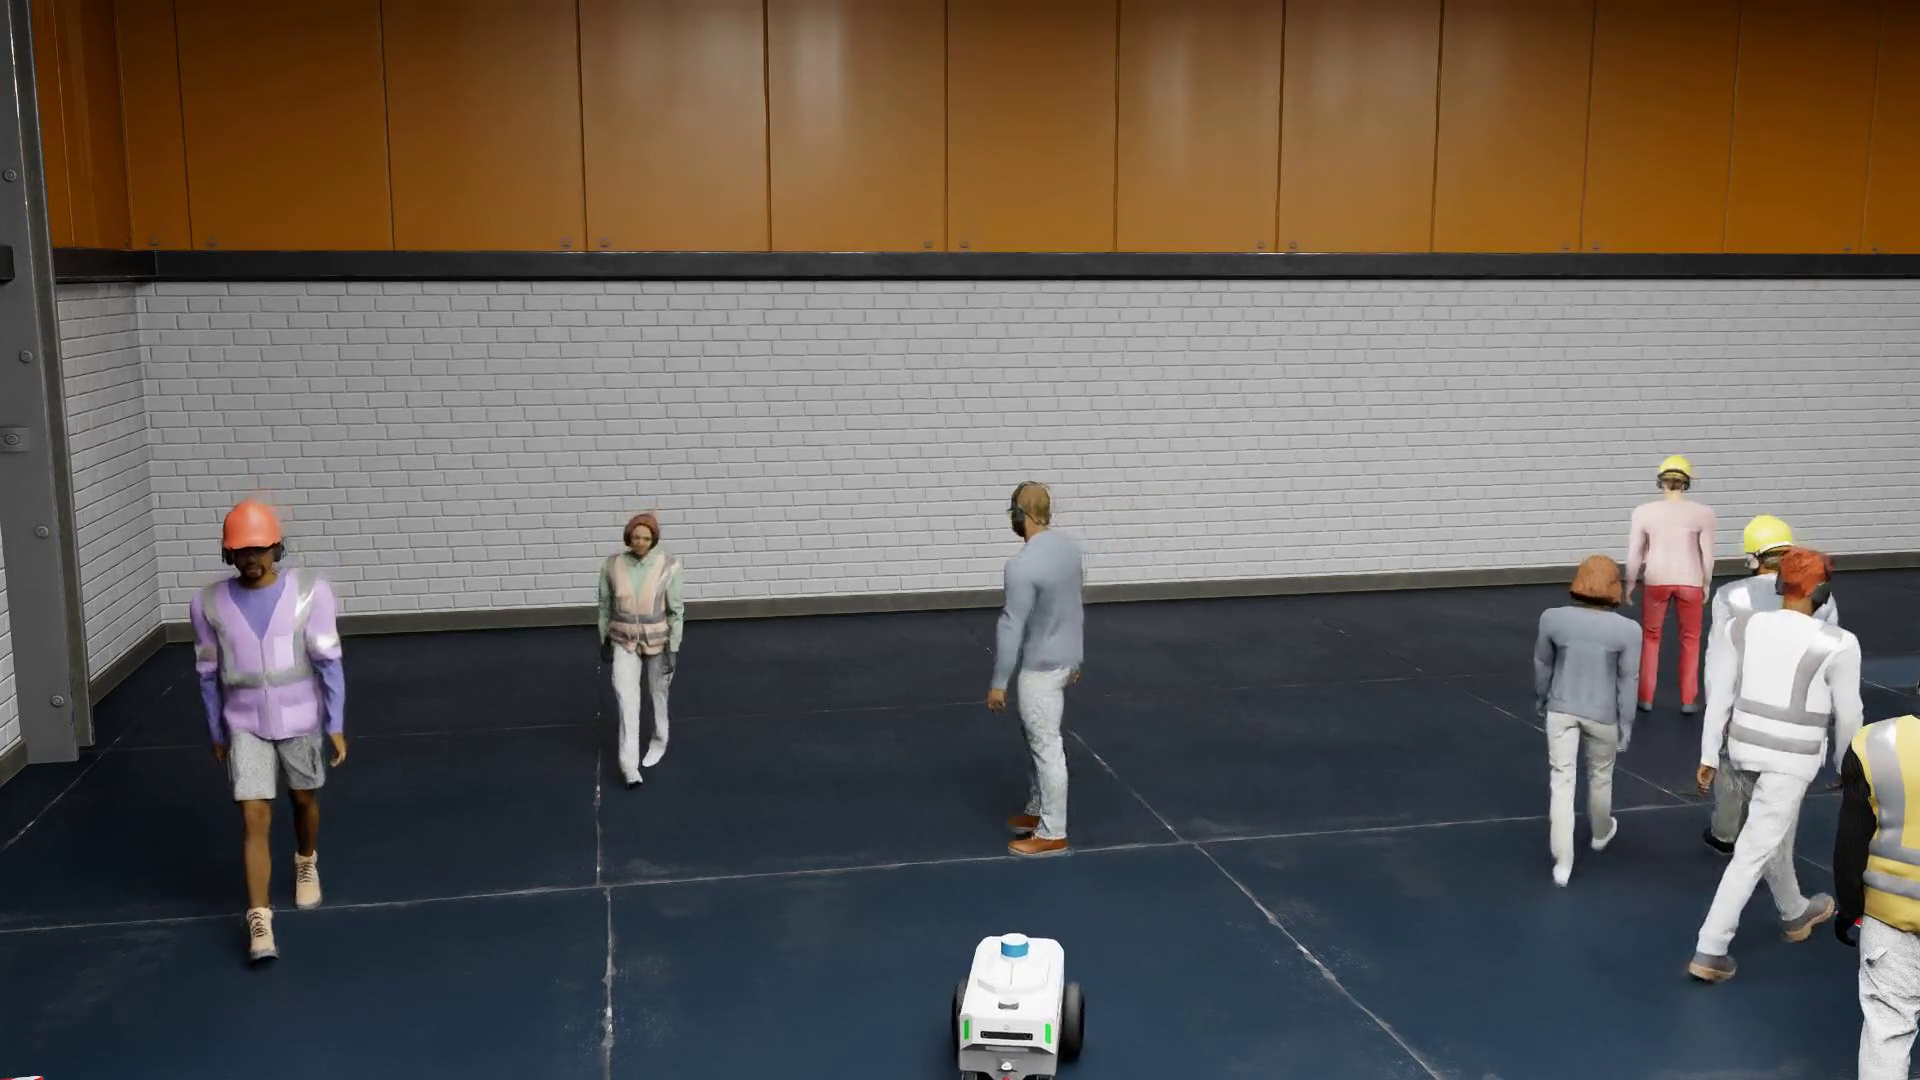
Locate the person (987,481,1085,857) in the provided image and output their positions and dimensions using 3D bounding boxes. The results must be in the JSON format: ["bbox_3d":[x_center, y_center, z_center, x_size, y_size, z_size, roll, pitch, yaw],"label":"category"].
[{"bbox_3d":[0.364,0.660,8.543,0.569,1.914,0.706,5,10,26],"label":"person"}]

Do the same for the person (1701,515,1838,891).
[{"bbox_3d":[3.960,0.769,8.229,0.630,1.791,0.813,1,9,9],"label":"person"}]

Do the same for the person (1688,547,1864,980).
[{"bbox_3d":[3.490,0.945,7.114,1.076,1.824,0.556,-5,11,-29],"label":"person"}]

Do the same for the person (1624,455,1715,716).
[{"bbox_3d":[4.756,0.311,11.177,0.549,1.745,0.437,4,10,24],"label":"person"}]

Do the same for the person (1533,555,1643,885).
[{"bbox_3d":[3.117,0.859,8.285,0.511,1.595,0.811,5,10,27],"label":"person"}]

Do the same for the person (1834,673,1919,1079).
[{"bbox_3d":[3.162,1.215,5.382,0.623,1.844,0.429,5,10,27],"label":"person"}]

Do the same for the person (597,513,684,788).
[{"bbox_3d":[-1.867,0.621,9.746,0.522,1.587,0.815,0,9,-1],"label":"person"}]

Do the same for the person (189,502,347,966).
[{"bbox_3d":[-3.071,0.810,7.432,0.628,1.992,1.077,-3,10,-17],"label":"person"}]

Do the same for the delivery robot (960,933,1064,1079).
[{"bbox_3d":[0.198,1.691,6.104,0.477,0.478,0.707,1,9,6],"label":"delivery robot"}]
